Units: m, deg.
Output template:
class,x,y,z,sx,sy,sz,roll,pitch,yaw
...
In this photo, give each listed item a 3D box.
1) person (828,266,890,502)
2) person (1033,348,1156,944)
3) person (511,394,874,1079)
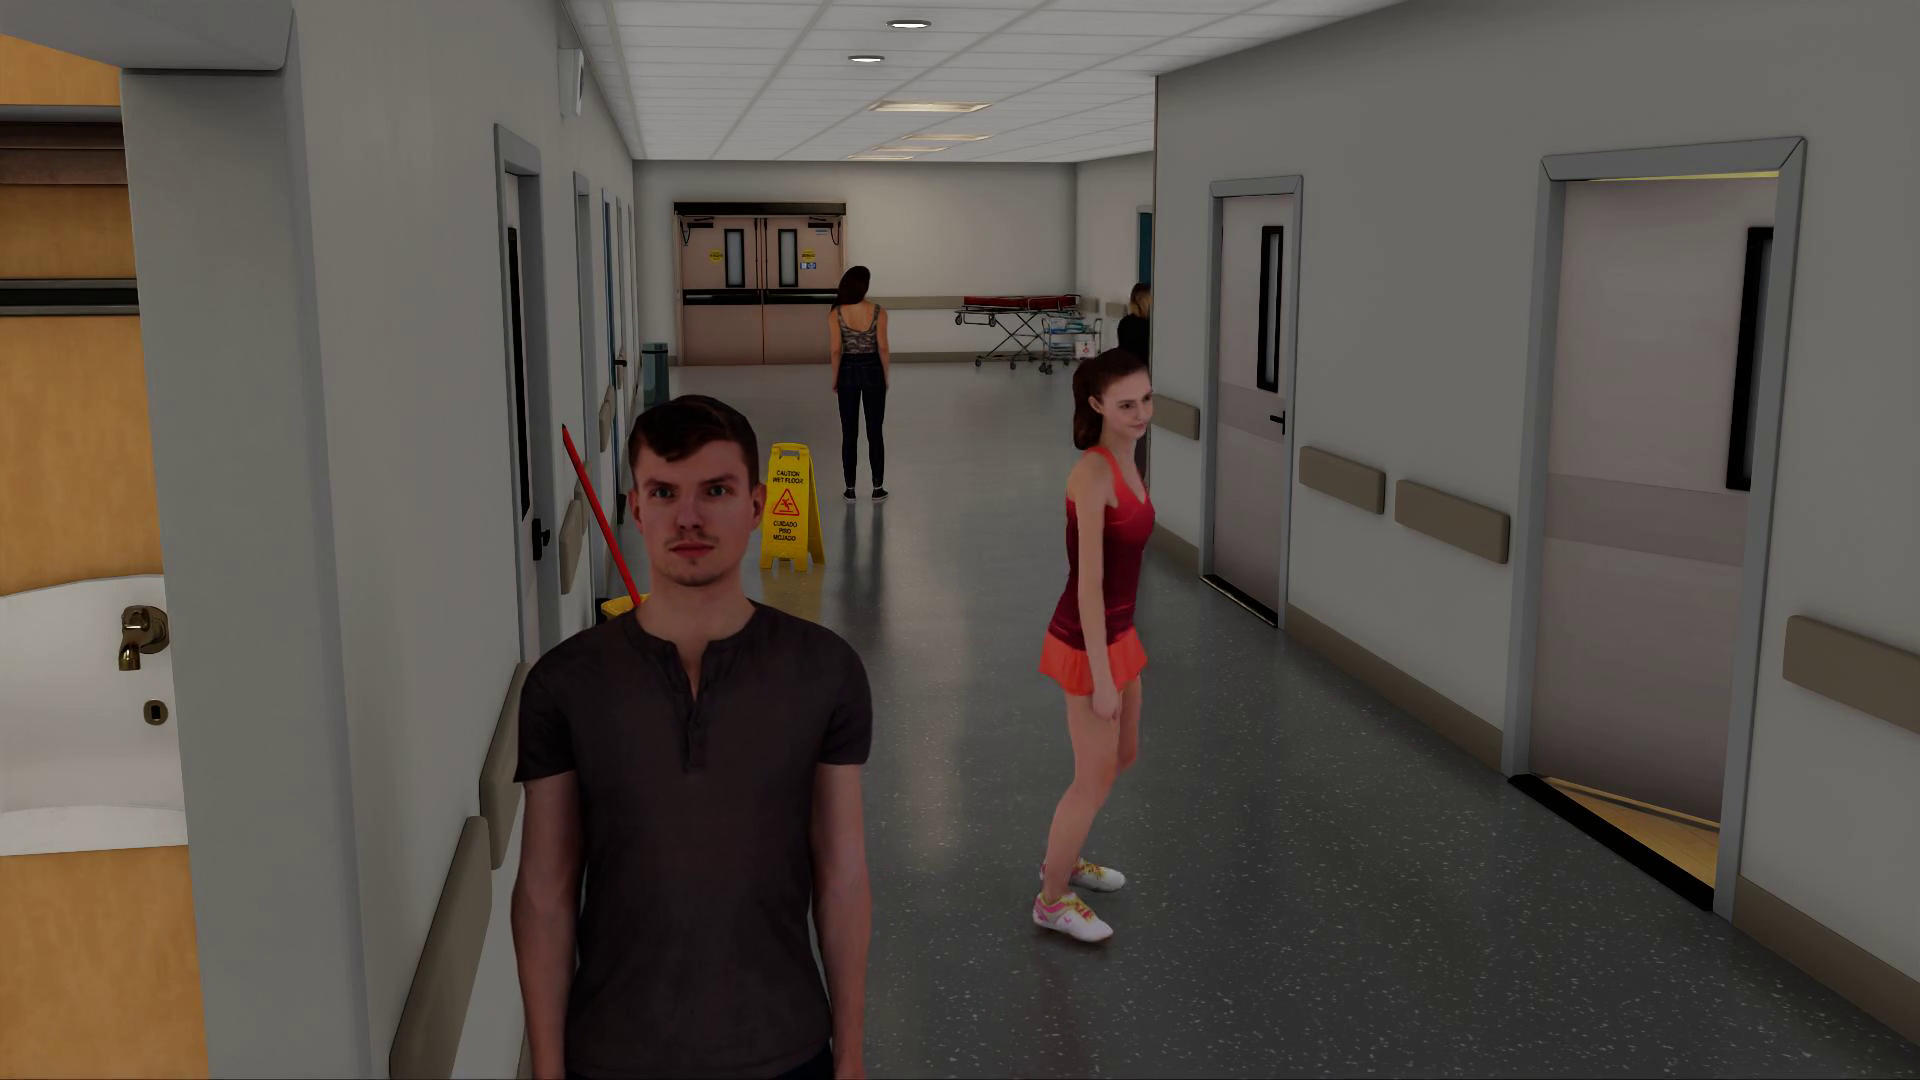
class,x,y,z,sx,sy,sz,roll,pitch,yaw
person,-0.749,-1.191,12.603,0.643,1.770,0.588,0,11,1
person,0.356,0.316,4.797,0.865,1.720,0.740,1,11,4
person,-0.355,0.719,2.314,0.637,1.853,0.532,-2,11,-11
